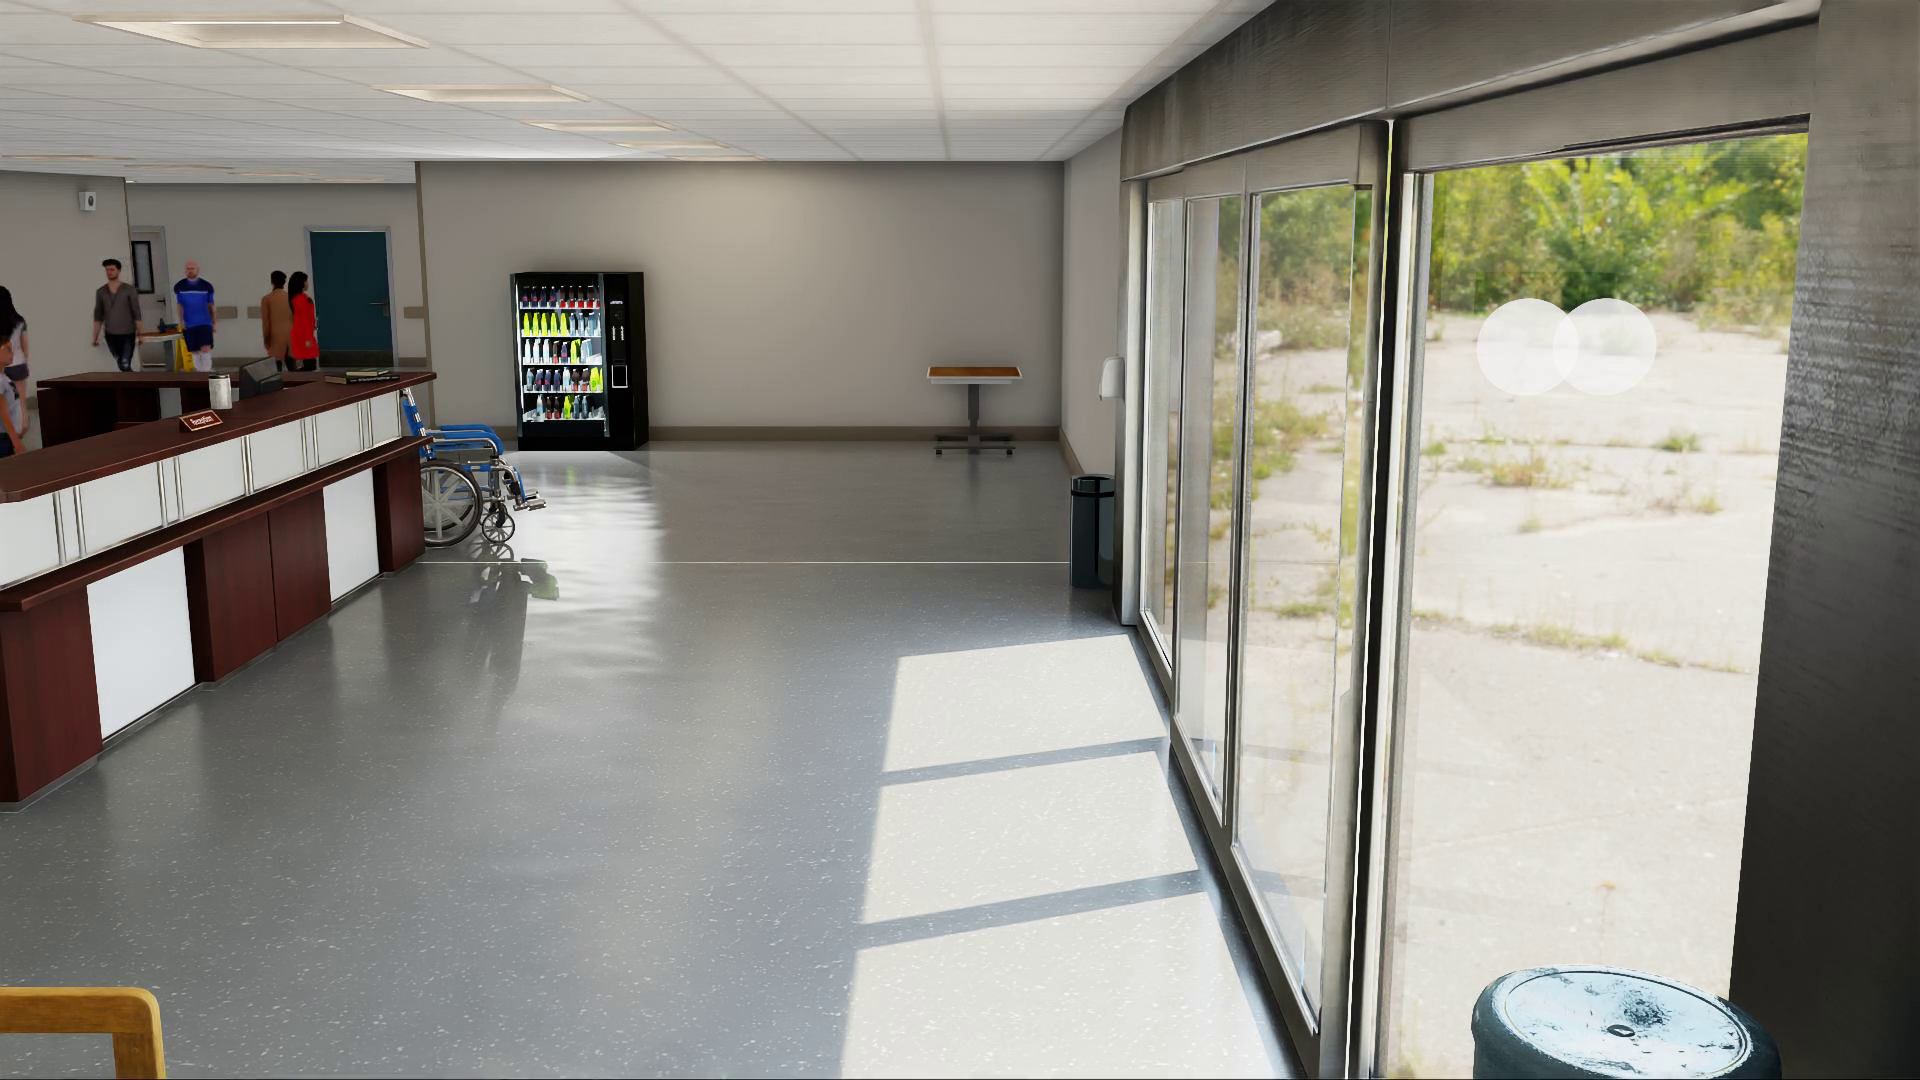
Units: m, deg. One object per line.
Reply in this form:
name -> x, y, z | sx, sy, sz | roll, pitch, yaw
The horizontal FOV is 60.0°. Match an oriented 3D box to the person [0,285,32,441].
person -> -10.051, -1.818, 17.563 | 0.929, 1.674, 0.933 | -9, 14, -39

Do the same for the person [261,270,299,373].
person -> -8.820, -2.629, 21.699 | 1.161, 1.684, 1.106 | -6, 12, -30

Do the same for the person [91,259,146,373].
person -> -10.603, -2.577, 21.087 | 1.128, 1.852, 0.774 | 0, 11, -1

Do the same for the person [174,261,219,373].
person -> -10.801, -3.011, 23.546 | 1.153, 1.788, 0.935 | -3, 11, -15

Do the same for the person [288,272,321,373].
person -> -8.371, -2.492, 20.979 | 0.957, 1.726, 0.853 | -6, 12, -28
